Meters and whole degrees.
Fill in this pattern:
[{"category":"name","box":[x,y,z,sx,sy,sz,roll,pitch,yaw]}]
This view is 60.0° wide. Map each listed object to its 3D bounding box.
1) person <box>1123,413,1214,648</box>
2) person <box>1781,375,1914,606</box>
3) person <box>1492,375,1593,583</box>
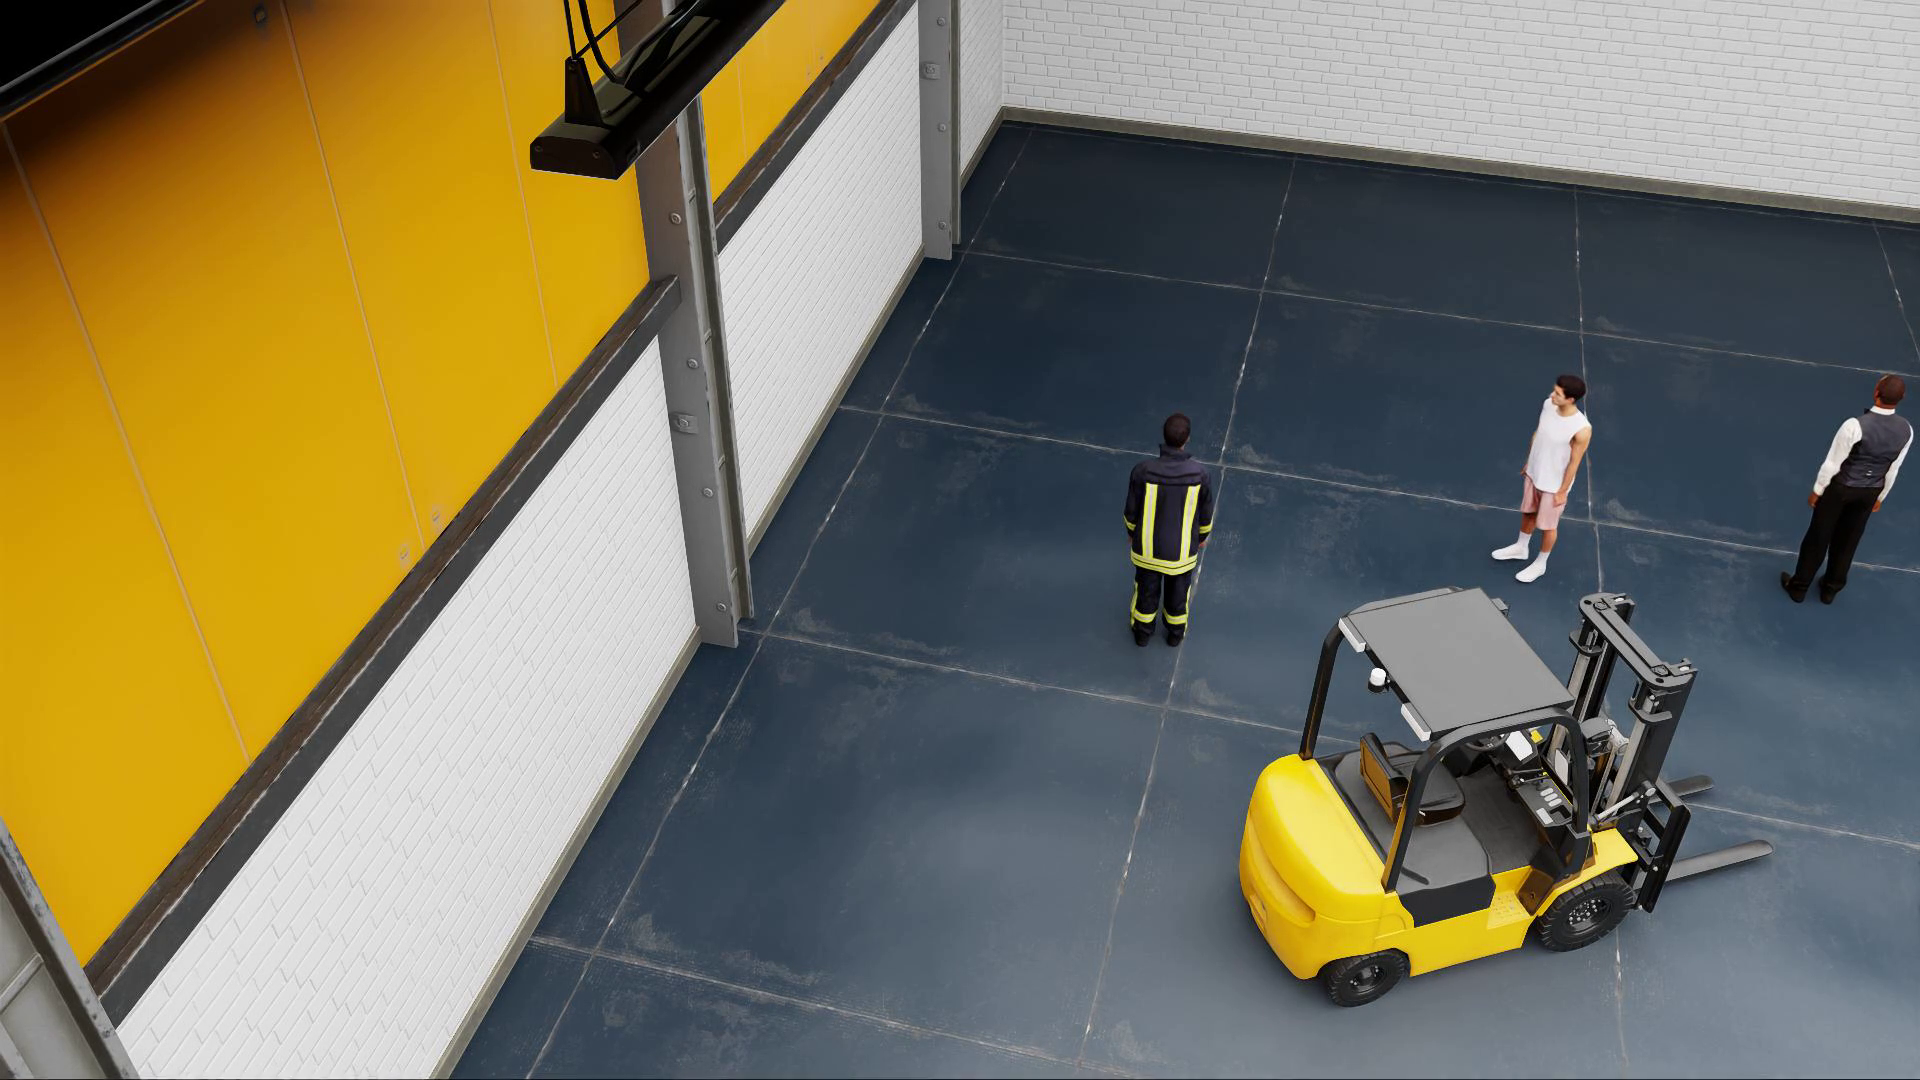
[{"category":"person","box":[1.455,-0.048,11.738,0.831,1.926,0.726,3,39,4]},{"category":"person","box":[6.494,-0.353,12.127,0.738,1.917,0.659,1,39,1]},{"category":"person","box":[4.411,-0.482,12.394,0.794,1.785,0.698,-12,40,-15]}]
